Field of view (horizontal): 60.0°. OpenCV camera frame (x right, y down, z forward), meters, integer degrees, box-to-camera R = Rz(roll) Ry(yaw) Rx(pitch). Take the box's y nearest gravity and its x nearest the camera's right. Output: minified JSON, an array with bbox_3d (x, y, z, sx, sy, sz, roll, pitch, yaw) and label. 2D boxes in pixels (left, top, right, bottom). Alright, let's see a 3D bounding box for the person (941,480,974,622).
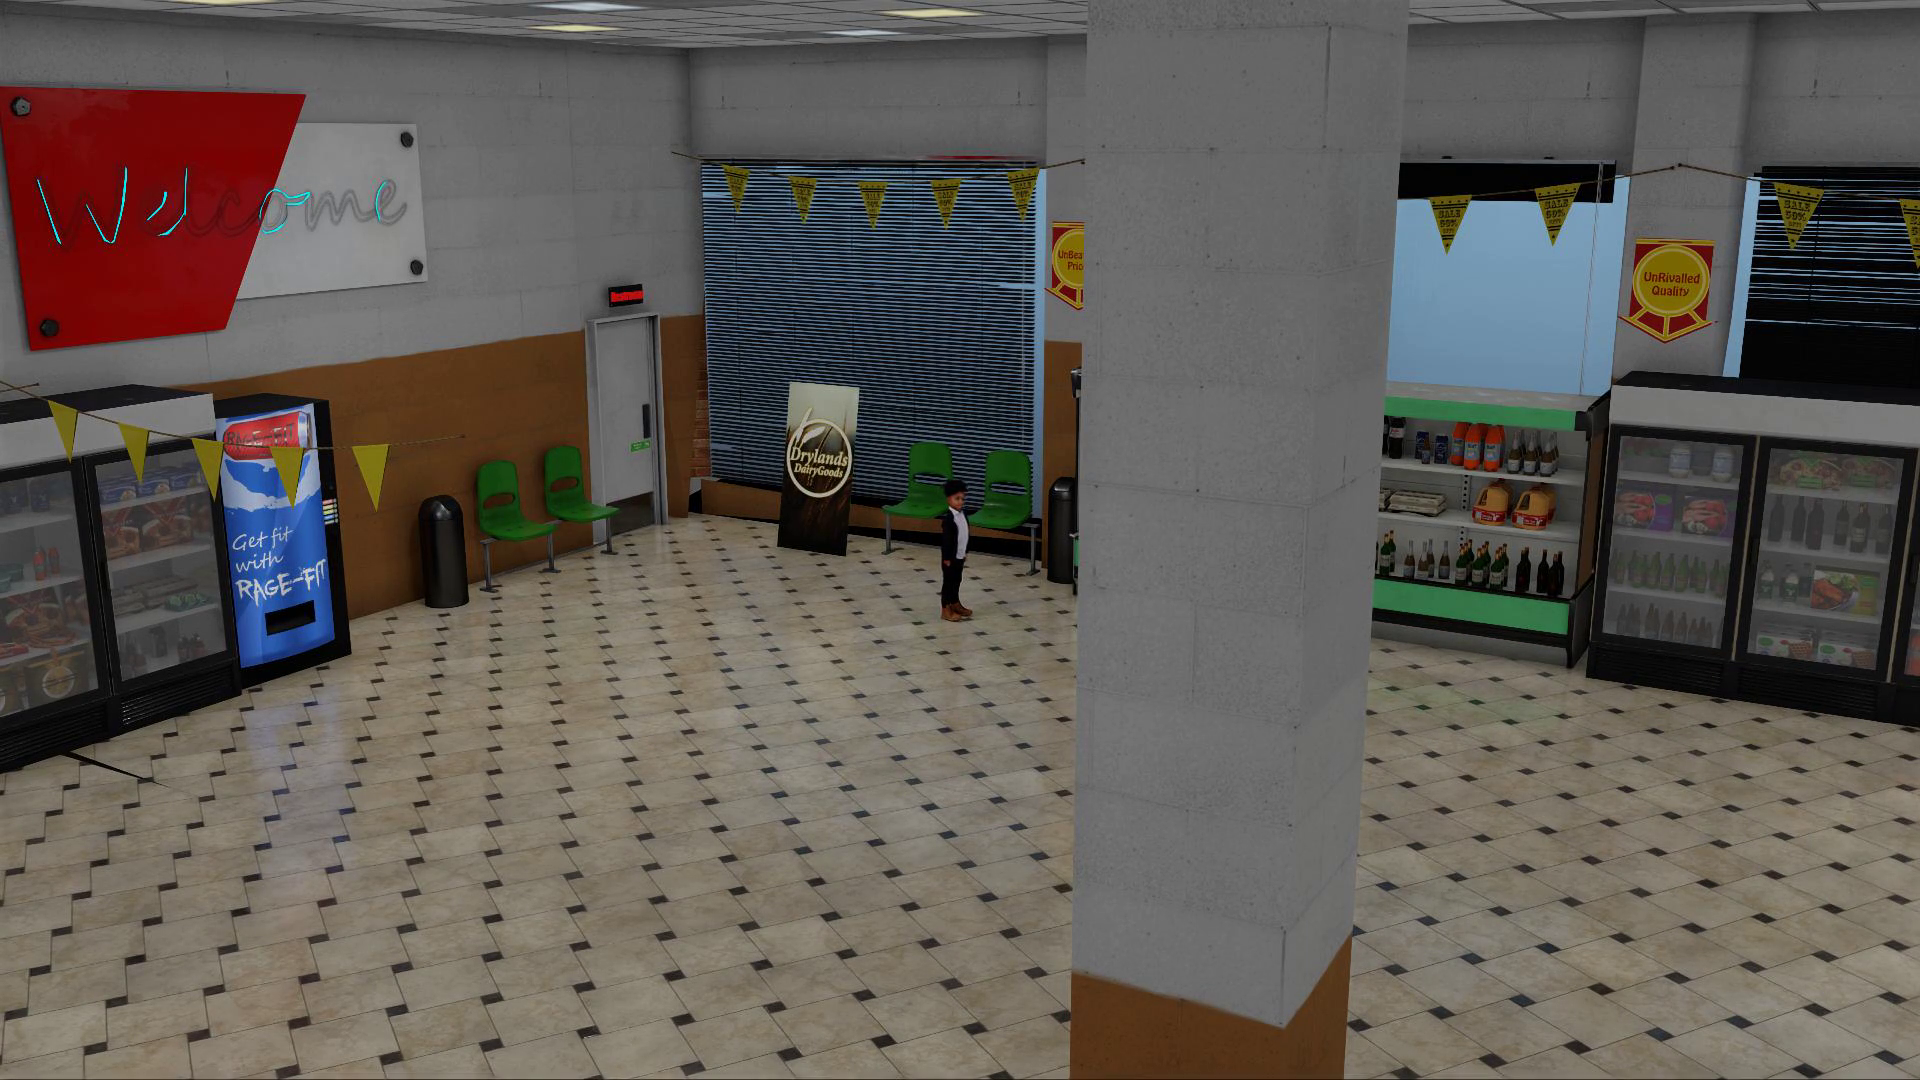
[{"bbox_3d":[-0.056,0.077,14.485,0.477,1.224,0.499,8,16,31],"label":"person"}]
